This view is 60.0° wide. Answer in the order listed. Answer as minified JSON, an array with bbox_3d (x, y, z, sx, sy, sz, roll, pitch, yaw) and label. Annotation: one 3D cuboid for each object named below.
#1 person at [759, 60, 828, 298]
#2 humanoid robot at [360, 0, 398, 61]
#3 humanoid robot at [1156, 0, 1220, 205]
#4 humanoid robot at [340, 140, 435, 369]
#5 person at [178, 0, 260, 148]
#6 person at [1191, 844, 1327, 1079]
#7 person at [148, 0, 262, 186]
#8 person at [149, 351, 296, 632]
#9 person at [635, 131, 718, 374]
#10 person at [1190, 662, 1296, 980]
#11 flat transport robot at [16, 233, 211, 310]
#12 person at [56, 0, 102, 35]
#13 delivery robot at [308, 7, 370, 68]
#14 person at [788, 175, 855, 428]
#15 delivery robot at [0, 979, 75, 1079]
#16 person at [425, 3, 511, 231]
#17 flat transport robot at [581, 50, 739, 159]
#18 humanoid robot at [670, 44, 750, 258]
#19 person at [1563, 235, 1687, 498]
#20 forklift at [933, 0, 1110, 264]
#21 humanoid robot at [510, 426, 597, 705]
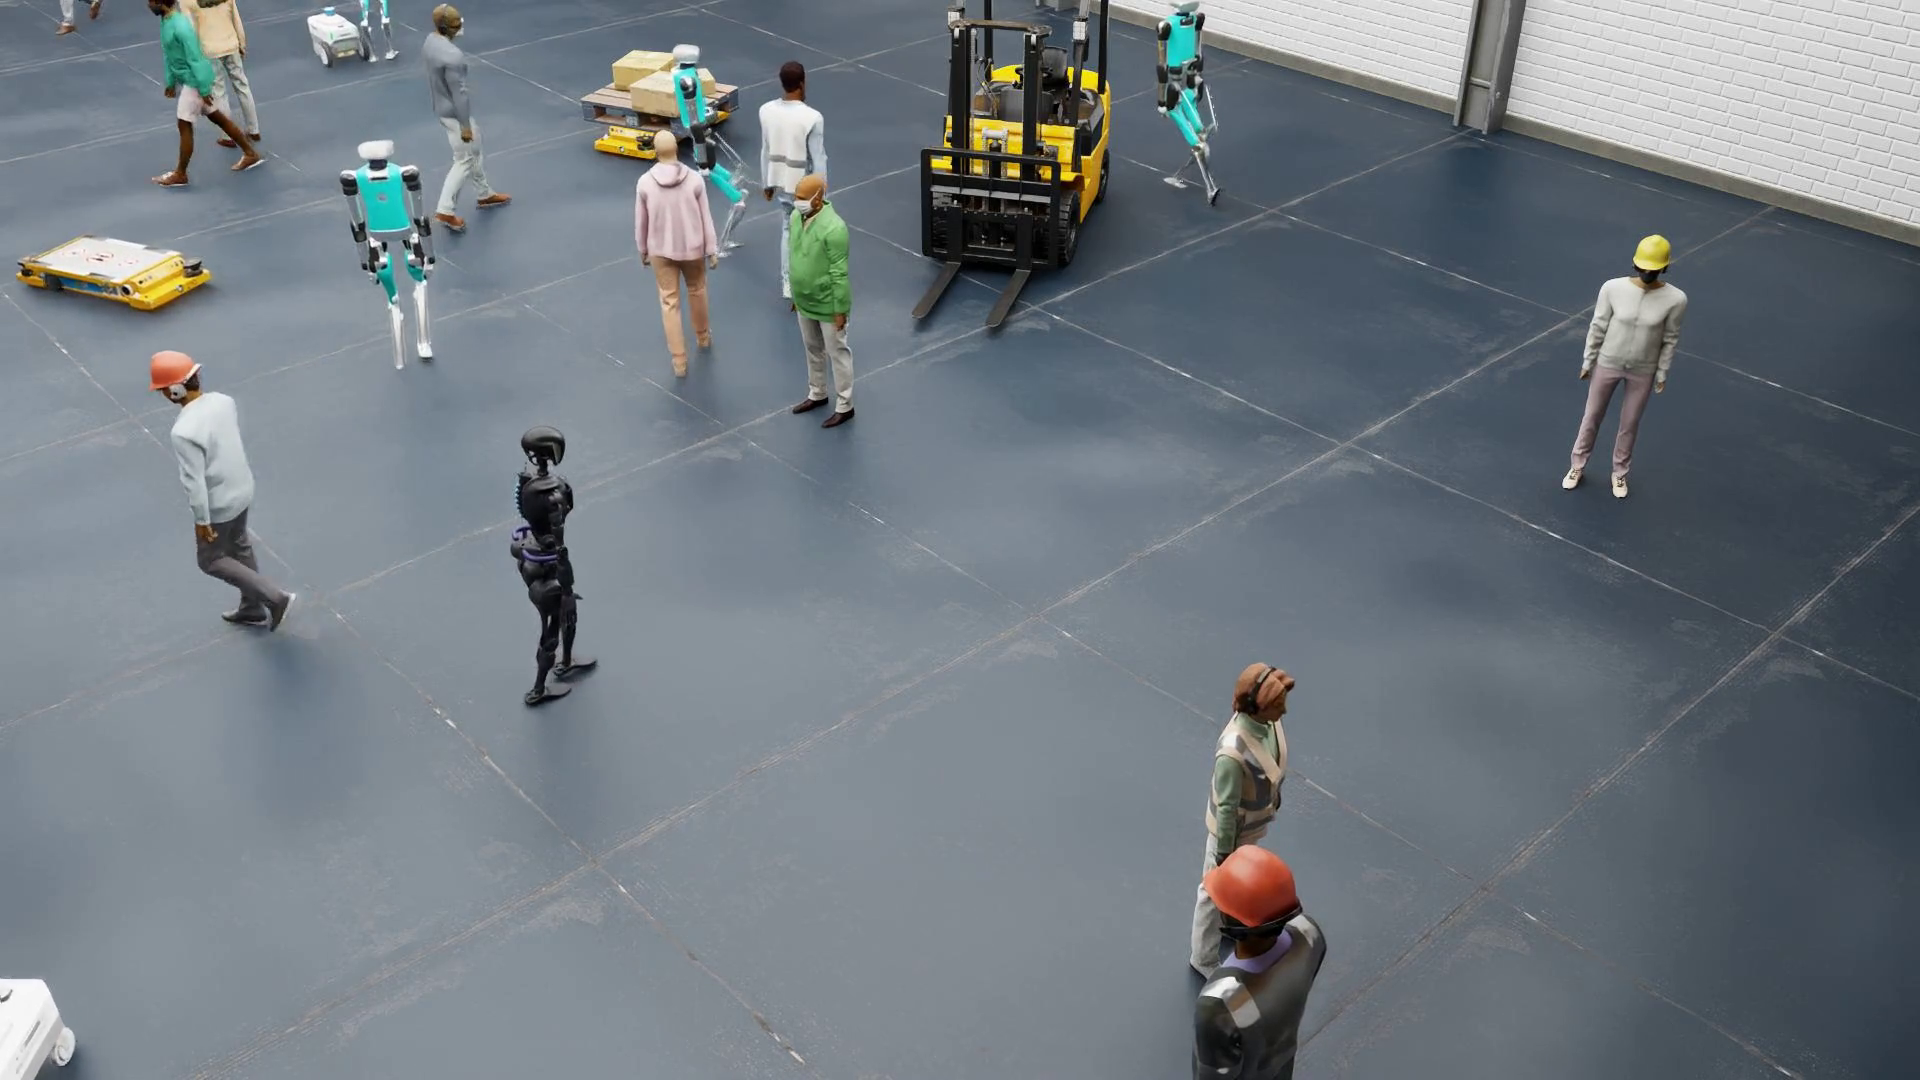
[{"bbox_3d":[-1.294,-2.746,12.910,0.625,1.890,0.446,22,39,30],"label":"person"},{"bbox_3d":[-6.459,-6.108,18.217,0.540,1.774,0.755,-4,33,-6],"label":"humanoid robot"},{"bbox_3d":[2.156,-3.878,14.838,0.553,1.820,0.866,-24,40,-32],"label":"humanoid robot"},{"bbox_3d":[-4.059,-2.090,12.046,0.531,1.794,0.763,-7,34,-10],"label":"humanoid robot"},{"bbox_3d":[-7.101,-4.705,15.935,0.409,1.876,0.559,27,42,35],"label":"person"},{"bbox_3d":[0.933,1.848,5.710,0.388,2.040,0.613,27,42,35],"label":"person"},{"bbox_3d":[-7.036,-4.172,15.198,0.994,1.793,0.511,-21,39,-29],"label":"person"},{"bbox_3d":[-4.073,-0.240,9.206,0.529,1.719,0.593,2,33,3],"label":"person"},{"bbox_3d":[-2.059,-2.144,12.101,0.571,1.752,0.779,-5,33,-8],"label":"person"},{"bbox_3d":[1.198,1.195,7.080,0.309,1.636,0.522,17,37,24],"label":"person"},{"bbox_3d":[-6.903,-2.188,13.537,1.431,0.231,0.659,13,35,19],"label":"flat transport robot"},{"bbox_3d":[-10.428,-6.751,19.303,0.476,1.611,0.676,17,37,24],"label":"person"},{"bbox_3d":[-6.975,-5.628,18.559,0.499,0.593,0.797,-23,40,-31],"label":"delivery robot"},{"bbox_3d":[-0.954,-1.628,11.294,0.546,1.779,0.384,26,41,34],"label":"person"},{"bbox_3d":[-3.903,2.145,6.630,0.499,0.612,0.815,0,33,0],"label":"delivery robot"},{"bbox_3d":[-4.355,-3.662,14.317,0.796,1.900,0.677,-21,39,-29],"label":"person"},{"bbox_3d":[-2.950,-4.131,16.523,0.659,0.231,1.431,15,36,21],"label":"flat transport robot"},{"bbox_3d":[-1.977,-3.201,13.735,0.683,1.782,0.531,-7,34,-11],"label":"humanoid robot"},{"bbox_3d":[4.191,-1.086,10.468,0.531,1.767,0.308,11,35,17],"label":"person"},{"bbox_3d":[0.570,-3.725,14.138,1.214,2.155,2.313,9,34,13],"label":"forklift"},{"bbox_3d":[-2.166,0.131,8.683,0.457,1.639,0.590,-18,37,-25],"label":"humanoid robot"}]
